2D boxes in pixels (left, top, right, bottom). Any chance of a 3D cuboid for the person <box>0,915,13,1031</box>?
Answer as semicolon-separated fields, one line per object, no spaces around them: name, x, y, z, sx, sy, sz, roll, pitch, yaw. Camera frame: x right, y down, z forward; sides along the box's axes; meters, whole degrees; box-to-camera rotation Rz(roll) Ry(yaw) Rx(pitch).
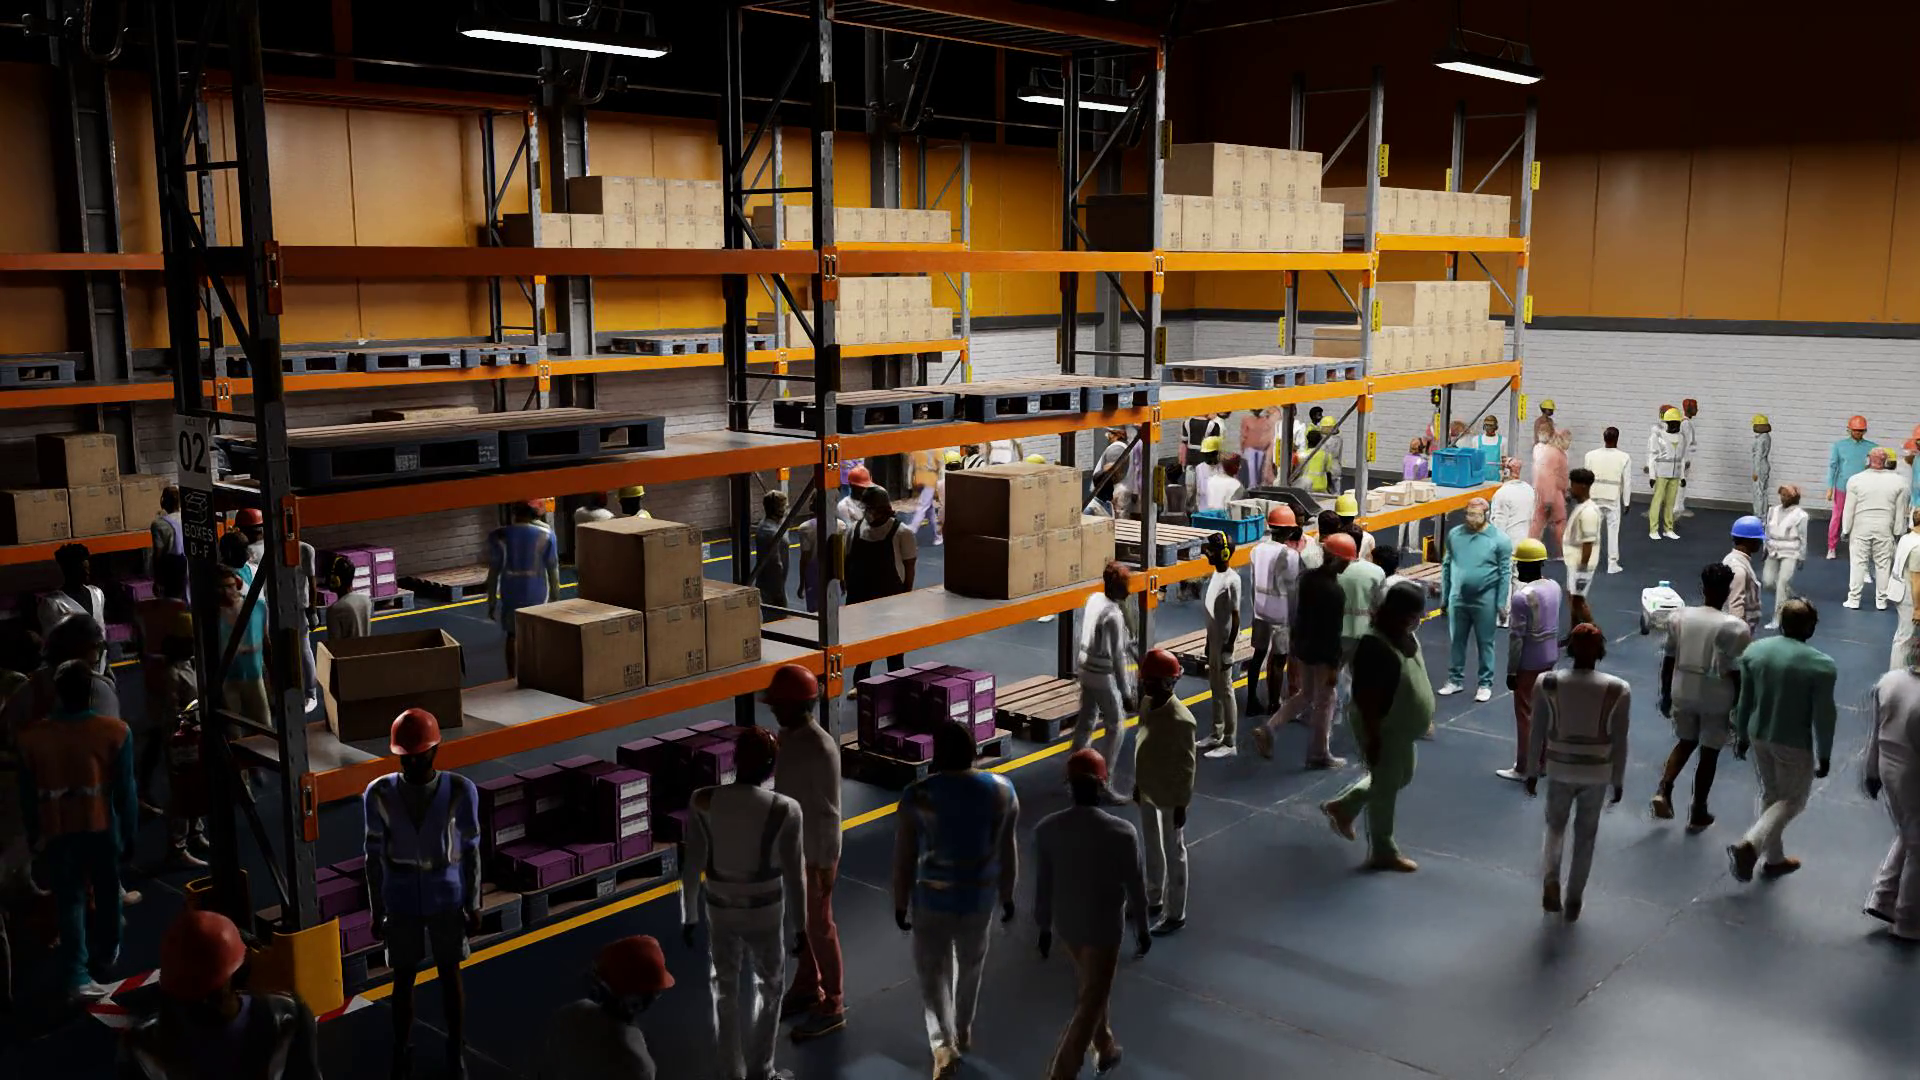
person;-5.249;1.739;8.746;0.327;1.761;0.522;-2;10;-12

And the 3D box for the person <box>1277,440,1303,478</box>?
person;4.317;-0.472;21.943;0.341;1.760;0.525;9;13;41

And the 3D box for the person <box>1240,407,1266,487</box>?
person;5.080;-1.546;28.469;0.538;1.718;0.899;-1;10;-4

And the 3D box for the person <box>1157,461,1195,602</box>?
person;2.555;-0.100;19.930;0.530;1.688;0.324;-2;10;-13

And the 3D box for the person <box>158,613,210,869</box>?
person;-5.185;1.342;11.198;0.338;1.735;0.486;-1;10;-4

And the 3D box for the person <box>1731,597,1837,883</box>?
person;5.302;1.319;10.816;0.745;1.917;0.637;-5;11;-27

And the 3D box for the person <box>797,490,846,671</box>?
person;-1.363;0.409;16.422;0.519;1.844;0.330;-5;11;-28

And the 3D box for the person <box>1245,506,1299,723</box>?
person;2.804;0.653;14.739;0.407;1.926;0.547;-6;11;-31

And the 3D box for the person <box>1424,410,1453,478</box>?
person;8.046;-1.414;27.792;0.548;1.674;0.412;3;10;16

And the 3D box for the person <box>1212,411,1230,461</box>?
person;3.990;-1.203;25.606;0.391;1.991;0.624;1;10;3

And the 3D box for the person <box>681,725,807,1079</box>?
person;-1.043;1.815;7.996;0.622;1.859;0.503;1;10;8

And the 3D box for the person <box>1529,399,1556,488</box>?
person;9.901;-1.514;28.182;0.524;1.759;0.343;-8;13;-41

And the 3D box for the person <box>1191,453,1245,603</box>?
person;3.090;-0.125;19.659;0.629;1.827;0.583;-7;12;-35

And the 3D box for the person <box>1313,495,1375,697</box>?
person;3.551;0.531;15.453;0.587;1.928;0.362;0;10;-3

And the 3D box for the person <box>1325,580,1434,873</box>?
person;2.806;1.201;11.113;0.694;2.000;0.736;6;11;32

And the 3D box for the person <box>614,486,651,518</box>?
person;-3.229;0.341;16.633;0.408;1.918;0.584;-2;10;-10

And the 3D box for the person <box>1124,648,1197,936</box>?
person;1.206;1.513;10.101;0.335;1.753;0.563;-4;10;-22

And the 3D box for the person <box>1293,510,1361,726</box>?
person;3.221;0.687;14.594;0.600;1.908;0.397;-3;10;-17

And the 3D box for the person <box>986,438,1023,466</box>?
person;0.691;-1.236;26.468;0.575;1.798;0.992;5;11;25

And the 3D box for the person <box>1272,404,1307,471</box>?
person;5.181;-1.246;26.212;0.575;1.880;0.359;9;13;42

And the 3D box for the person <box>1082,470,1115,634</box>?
person;1.447;0.221;17.332;0.392;1.920;0.588;4;10;24

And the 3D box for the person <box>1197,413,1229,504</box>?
person;4.145;-1.314;27.450;0.571;1.598;0.662;-2;10;-10

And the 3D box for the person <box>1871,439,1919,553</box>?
person;12.654;-0.541;22.472;0.570;1.723;0.744;-5;11;-26

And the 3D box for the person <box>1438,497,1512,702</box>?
person;4.763;0.544;15.452;0.688;1.906;0.401;8;12;39

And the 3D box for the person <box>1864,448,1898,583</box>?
person;11.620;-0.294;20.988;0.510;1.727;0.544;-1;10;-8

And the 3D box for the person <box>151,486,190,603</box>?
person;-7.839;0.373;16.678;0.350;1.836;0.518;7;12;35

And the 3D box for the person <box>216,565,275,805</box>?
person;-5.438;1.075;12.504;0.592;1.821;0.485;-7;12;-35

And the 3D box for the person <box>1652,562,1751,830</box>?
person;5.276;1.123;11.843;0.490;1.948;0.614;-7;12;-35

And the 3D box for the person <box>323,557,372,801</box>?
person;-4.619;1.045;12.587;0.328;1.862;0.510;3;10;15

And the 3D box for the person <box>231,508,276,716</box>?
person;-6.215;0.650;14.748;0.387;1.929;0.543;4;10;23

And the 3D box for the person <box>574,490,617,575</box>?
person;-3.783;0.301;17.128;0.604;1.821;0.541;6;11;33

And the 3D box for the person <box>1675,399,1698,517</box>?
person;11.628;-1.323;26.654;0.351;1.884;0.582;3;10;17

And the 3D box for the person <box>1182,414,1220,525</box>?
person;3.690;-1.193;25.447;0.619;2.029;0.410;5;11;29

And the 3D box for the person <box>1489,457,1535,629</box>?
person;6.090;0.028;18.524;0.651;1.906;0.409;-8;13;-41

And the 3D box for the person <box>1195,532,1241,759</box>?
person;2.126;0.858;13.672;0.329;1.872;0.510;-2;10;-11

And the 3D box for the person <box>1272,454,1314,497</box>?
person;4.067;-0.225;20.627;0.587;1.701;0.903;8;13;41

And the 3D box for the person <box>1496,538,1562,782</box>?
person;4.467;0.939;13.059;0.582;1.919;0.395;-7;12;-37

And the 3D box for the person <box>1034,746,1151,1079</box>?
person;0.588;1.879;8.085;0.573;1.702;0.833;7;12;38

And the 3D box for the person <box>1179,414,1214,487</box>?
person;3.774;-1.245;25.969;0.709;1.952;0.594;-1;10;-4

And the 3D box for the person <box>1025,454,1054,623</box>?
person;0.858;-0.025;18.813;0.586;1.918;0.394;9;13;44

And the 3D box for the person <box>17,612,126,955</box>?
person;-5.232;1.429;9.751;0.705;2.000;0.748;5;11;27

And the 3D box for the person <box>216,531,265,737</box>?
person;-5.997;0.837;13.884;0.429;1.844;0.627;2;10;14

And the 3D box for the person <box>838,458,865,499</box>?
person;-1.581;-0.846;23.672;0.367;1.927;0.590;-6;11;-34

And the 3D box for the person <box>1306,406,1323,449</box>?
person;5.821;-1.362;27.441;0.322;1.696;0.530;4;10;21
